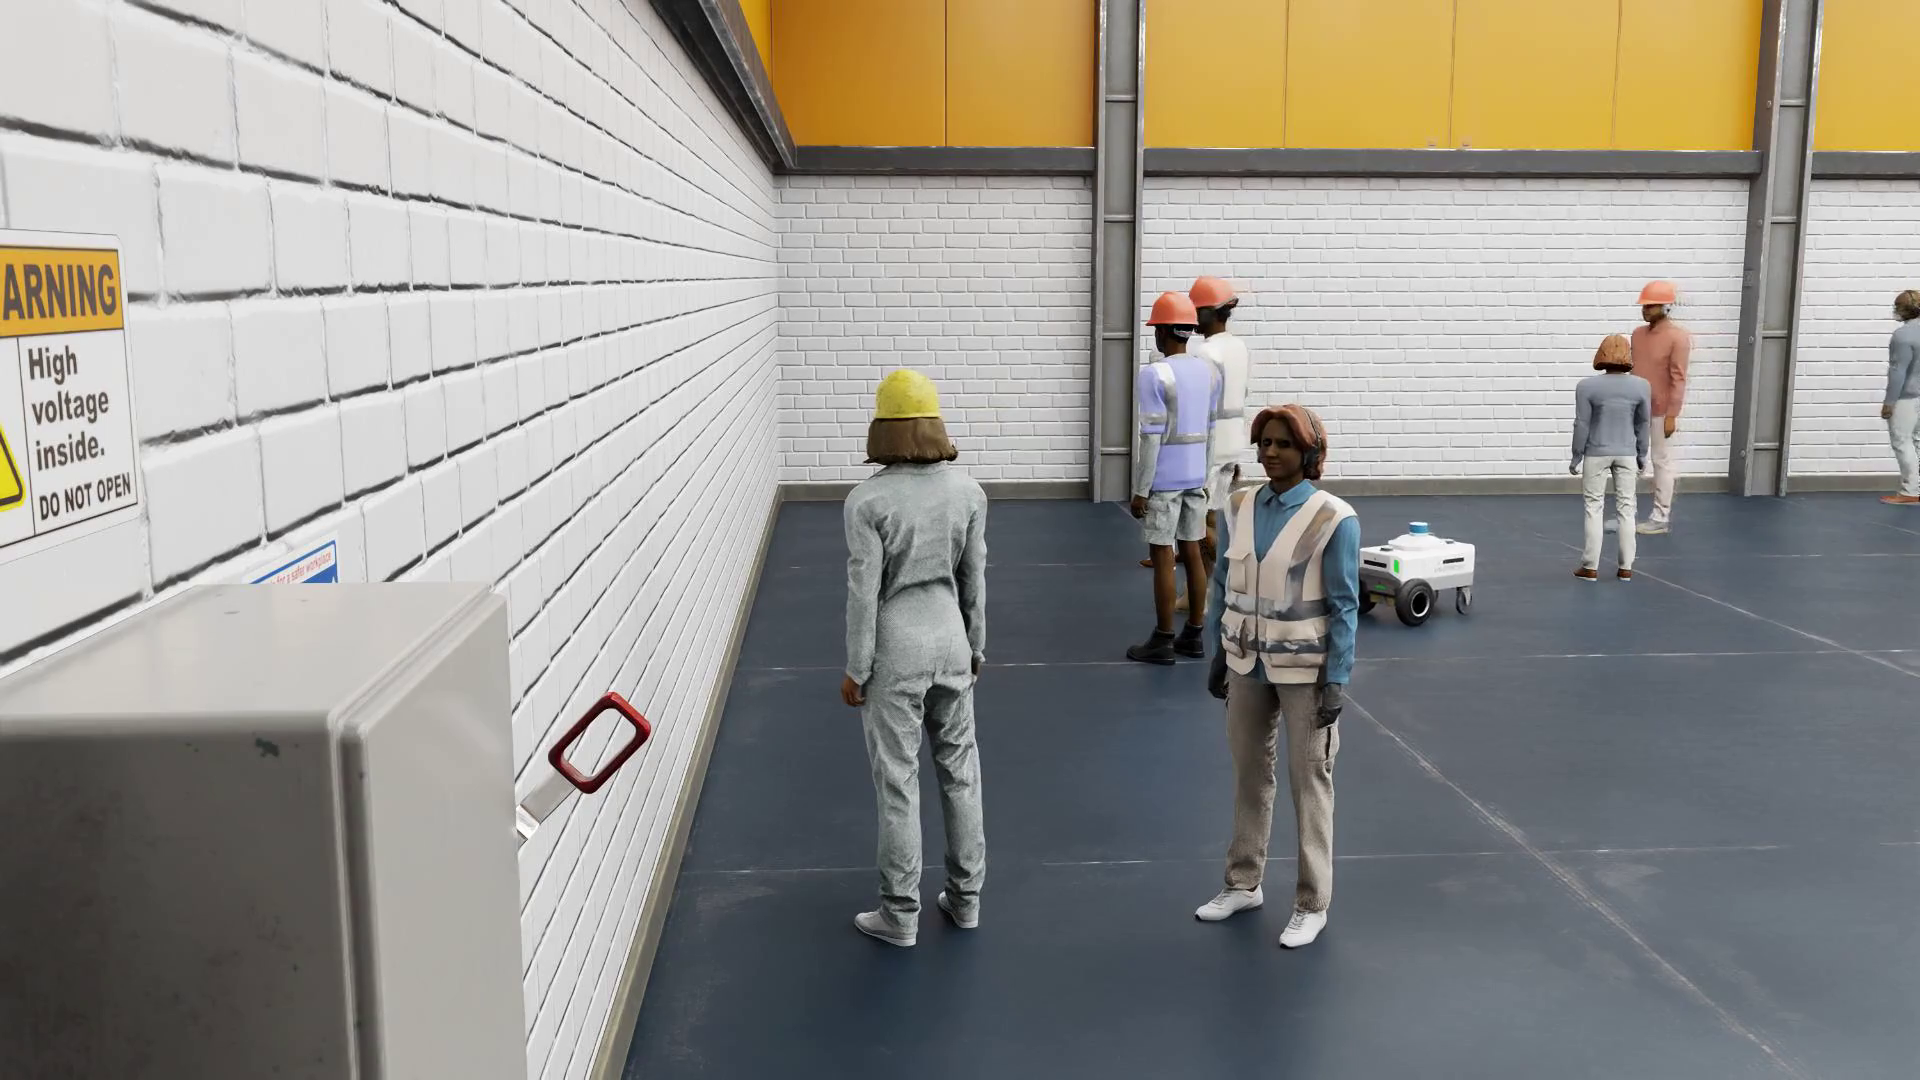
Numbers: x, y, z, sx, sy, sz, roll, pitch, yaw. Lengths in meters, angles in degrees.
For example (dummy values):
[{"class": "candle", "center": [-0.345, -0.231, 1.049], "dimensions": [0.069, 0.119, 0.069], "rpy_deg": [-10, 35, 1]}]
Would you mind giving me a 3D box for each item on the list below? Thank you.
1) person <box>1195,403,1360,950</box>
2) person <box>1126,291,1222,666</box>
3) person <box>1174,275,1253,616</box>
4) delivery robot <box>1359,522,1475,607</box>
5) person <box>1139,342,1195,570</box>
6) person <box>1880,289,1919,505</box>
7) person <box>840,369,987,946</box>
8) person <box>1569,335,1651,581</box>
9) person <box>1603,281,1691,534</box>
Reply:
[{"class": "person", "center": [0.976, 0.403, 5.071], "dimensions": [0.308, 1.645, 0.514], "rpy_deg": [-9, 12, -43]}, {"class": "person", "center": [1.099, -0.318, 8.675], "dimensions": [0.550, 1.937, 0.357], "rpy_deg": [-8, 12, -40]}, {"class": "person", "center": [1.477, -0.513, 9.628], "dimensions": [0.679, 2.035, 0.625], "rpy_deg": [7, 11, 37]}, {"class": "delivery robot", "center": [2.708, 0.139, 9.845], "dimensions": [0.707, 0.478, 0.477], "rpy_deg": [-6, 11, -32]}, {"class": "person", "center": [1.467, -0.727, 11.469], "dimensions": [0.524, 1.868, 0.325], "rpy_deg": [-7, 11, -36]}, {"class": "person", "center": [8.376, -1.245, 14.646], "dimensions": [0.749, 1.909, 0.346], "rpy_deg": [-7, 12, -38]}, {"class": "person", "center": [-0.147, 0.354, 5.072], "dimensions": [0.493, 1.740, 0.325], "rpy_deg": [-6, 11, -33]}, {"class": "person", "center": [4.298, -0.539, 11.015], "dimensions": [0.507, 1.631, 0.266], "rpy_deg": [0, 9, 2]}, {"class": "person", "center": [5.310, -1.012, 12.903], "dimensions": [0.644, 1.973, 0.655], "rpy_deg": [-3, 10, -20]}]
